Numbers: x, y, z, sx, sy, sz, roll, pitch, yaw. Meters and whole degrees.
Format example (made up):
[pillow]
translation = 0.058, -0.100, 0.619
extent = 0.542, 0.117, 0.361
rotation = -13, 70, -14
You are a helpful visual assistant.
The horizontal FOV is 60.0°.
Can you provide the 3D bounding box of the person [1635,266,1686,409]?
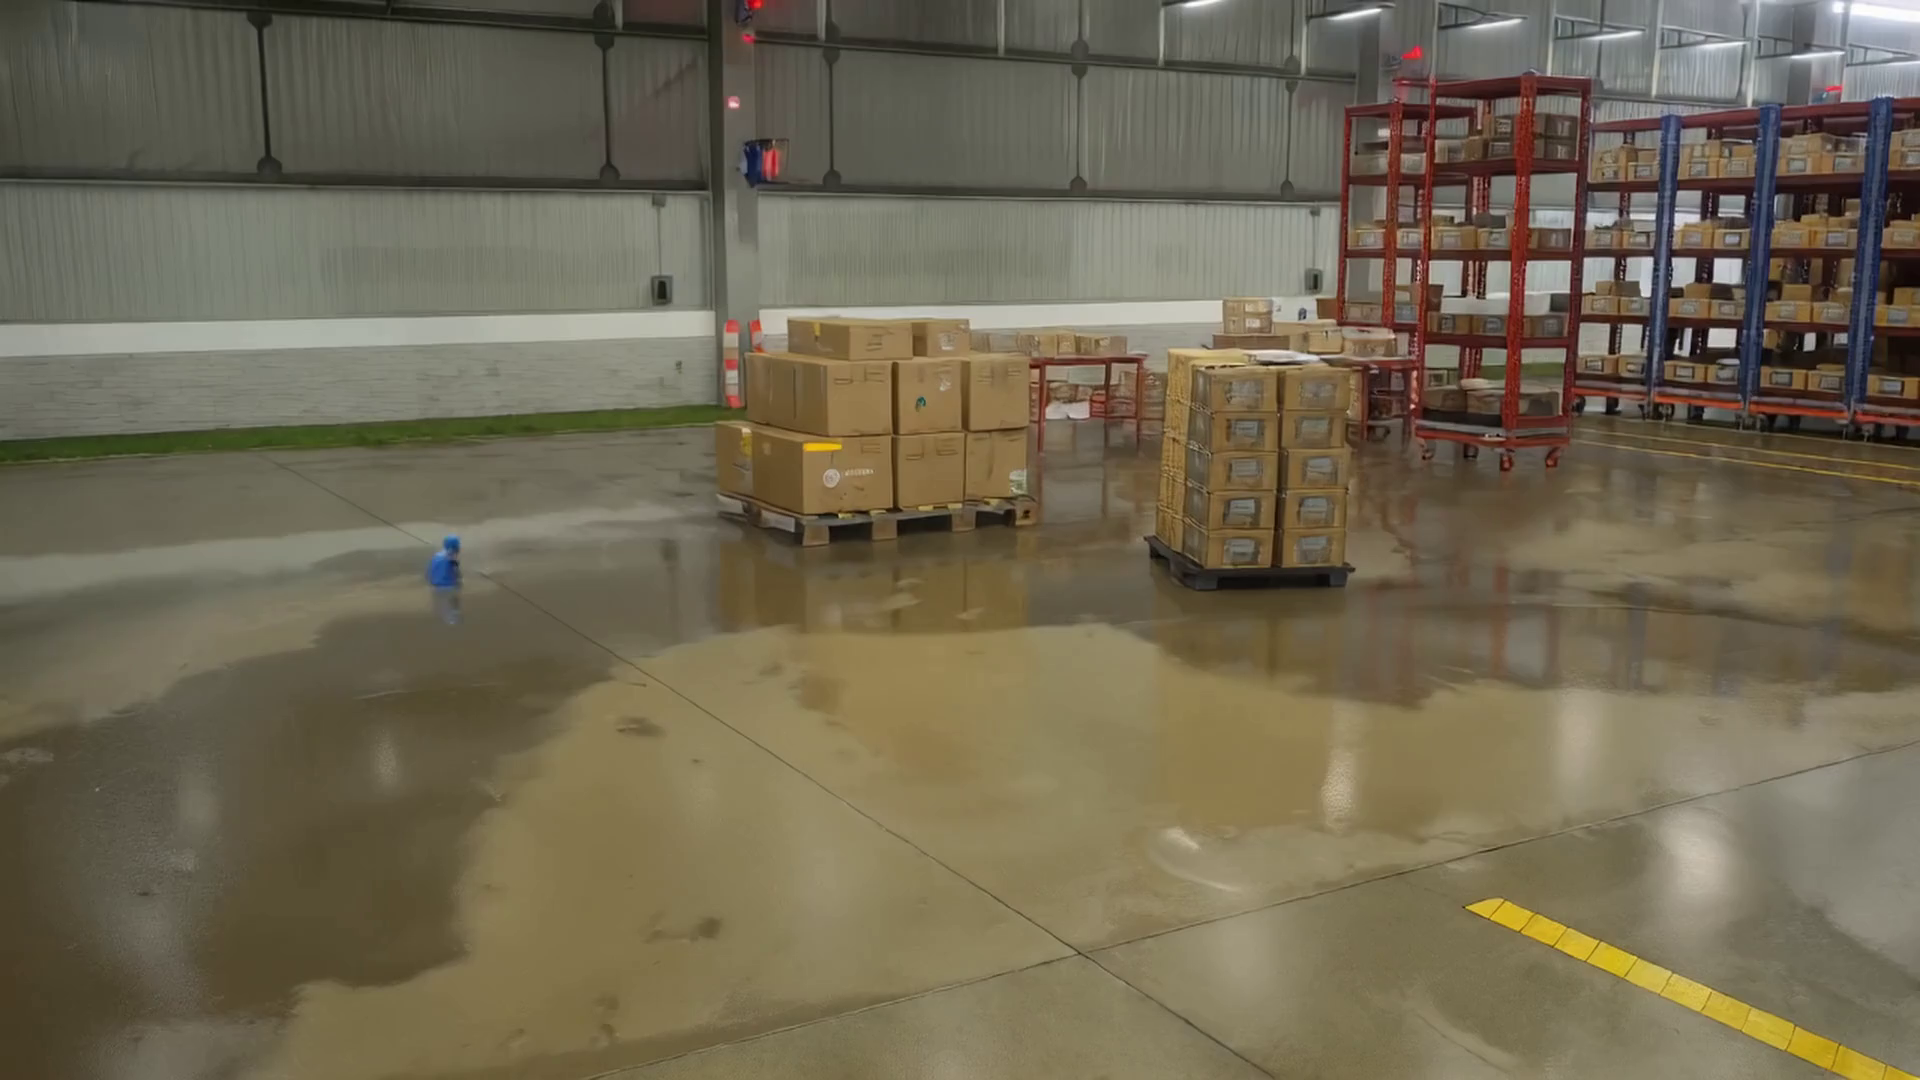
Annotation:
[person]
translation = 8.965, -2.578, 21.196
extent = 0.388, 1.847, 0.563
rotation = -9, 14, -43
